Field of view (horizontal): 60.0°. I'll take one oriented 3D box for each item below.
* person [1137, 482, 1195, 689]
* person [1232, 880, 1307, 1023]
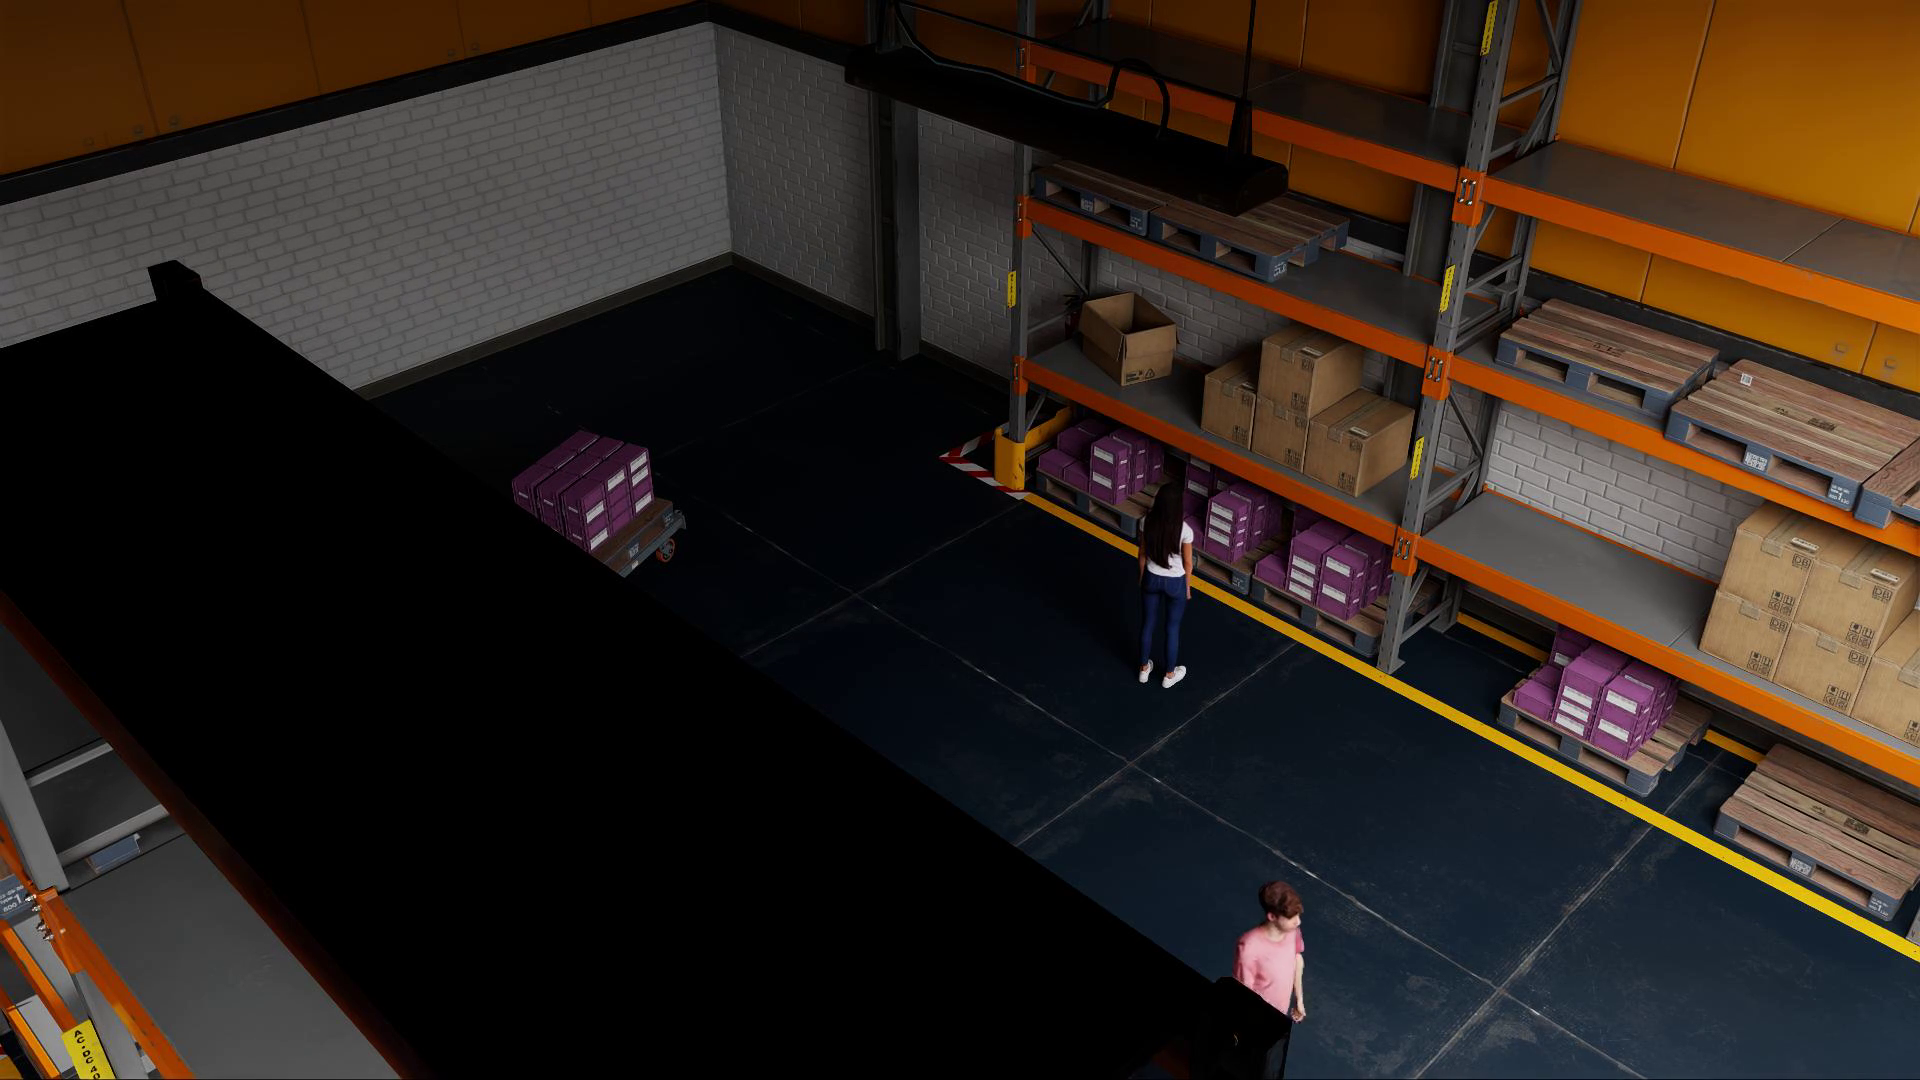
[{"bbox_3d":[1.531,0.339,12.484,0.547,1.775,0.702,17,37,23],"label":"person"},{"bbox_3d":[1.539,2.530,9.037,0.680,1.943,0.664,26,41,33],"label":"person"}]
